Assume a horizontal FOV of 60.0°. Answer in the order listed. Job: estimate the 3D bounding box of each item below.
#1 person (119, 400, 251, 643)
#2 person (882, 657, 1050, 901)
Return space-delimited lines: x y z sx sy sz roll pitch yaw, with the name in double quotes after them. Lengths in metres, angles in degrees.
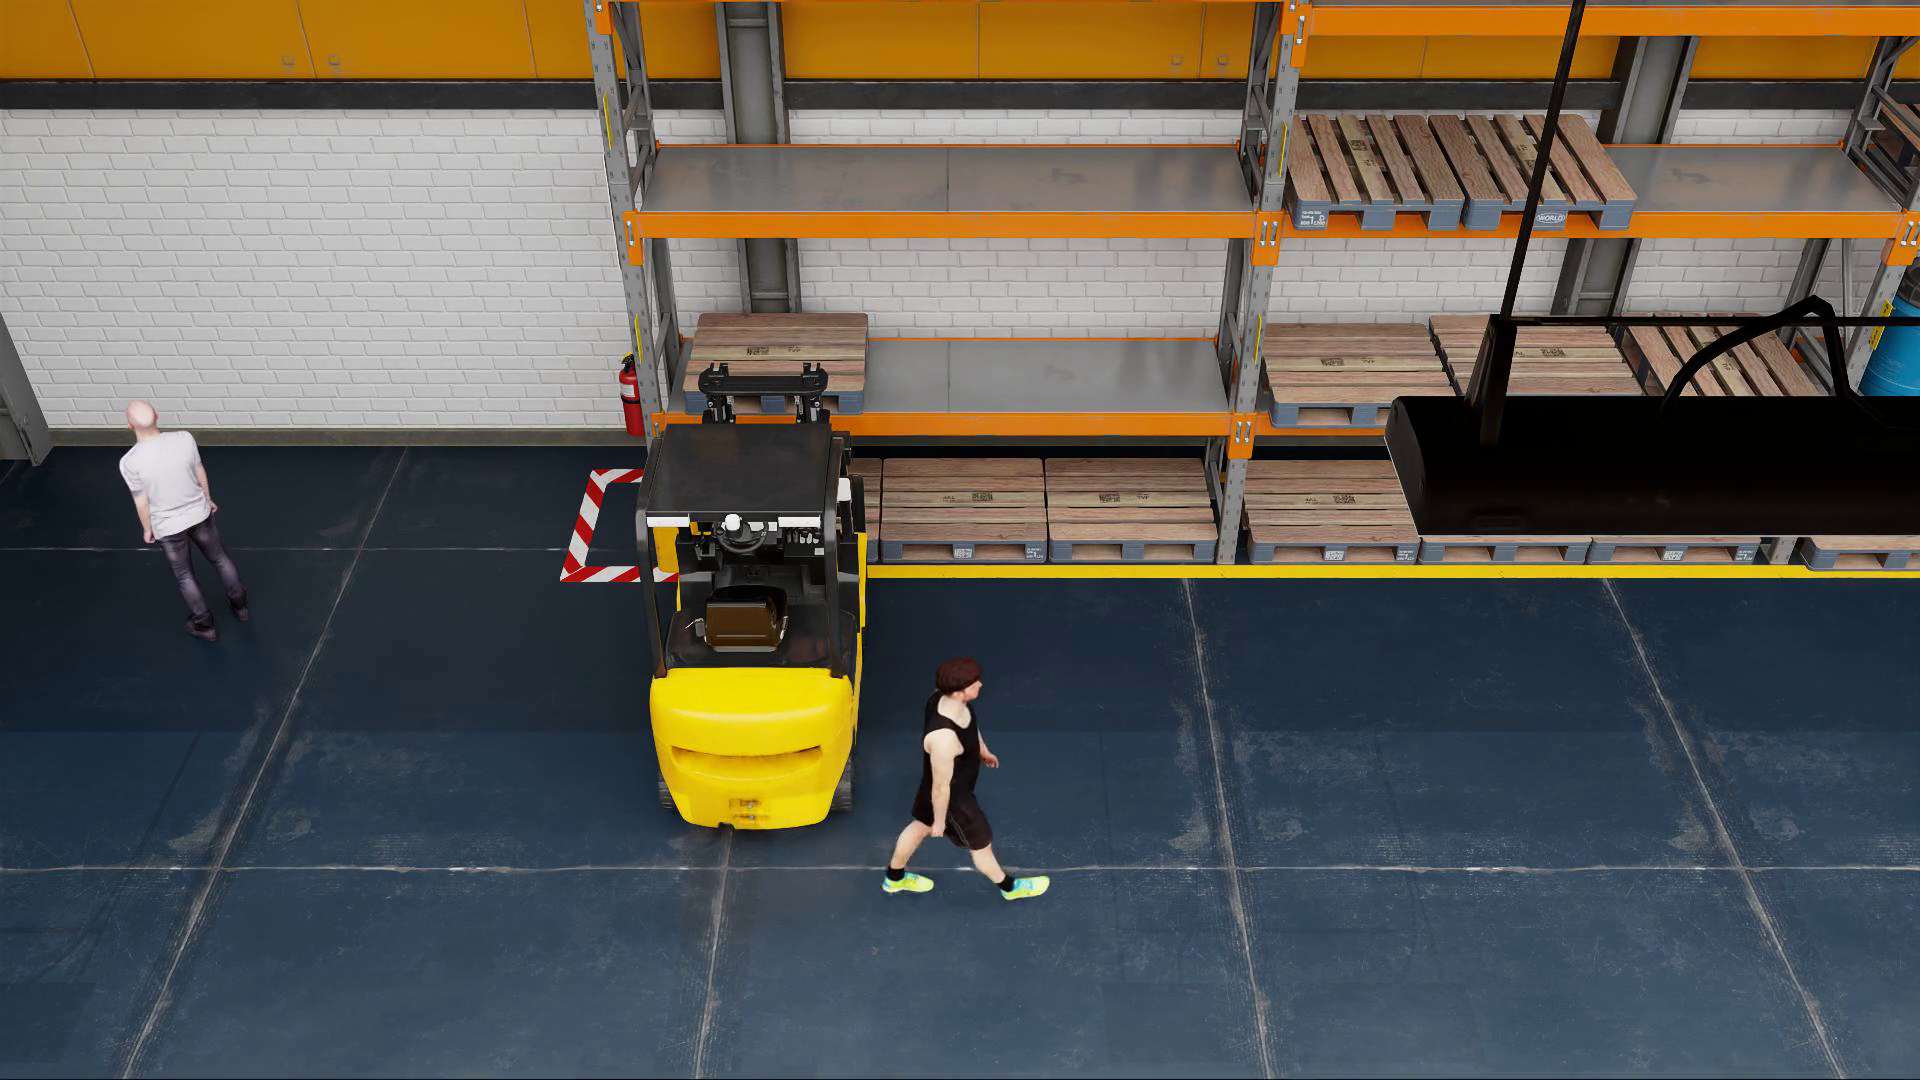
-5.126 -0.133 10.937 0.788 1.830 0.753 27 46 29 "person"
-0.143 1.357 9.068 1.182 1.835 0.727 -2 39 -2 "person"
